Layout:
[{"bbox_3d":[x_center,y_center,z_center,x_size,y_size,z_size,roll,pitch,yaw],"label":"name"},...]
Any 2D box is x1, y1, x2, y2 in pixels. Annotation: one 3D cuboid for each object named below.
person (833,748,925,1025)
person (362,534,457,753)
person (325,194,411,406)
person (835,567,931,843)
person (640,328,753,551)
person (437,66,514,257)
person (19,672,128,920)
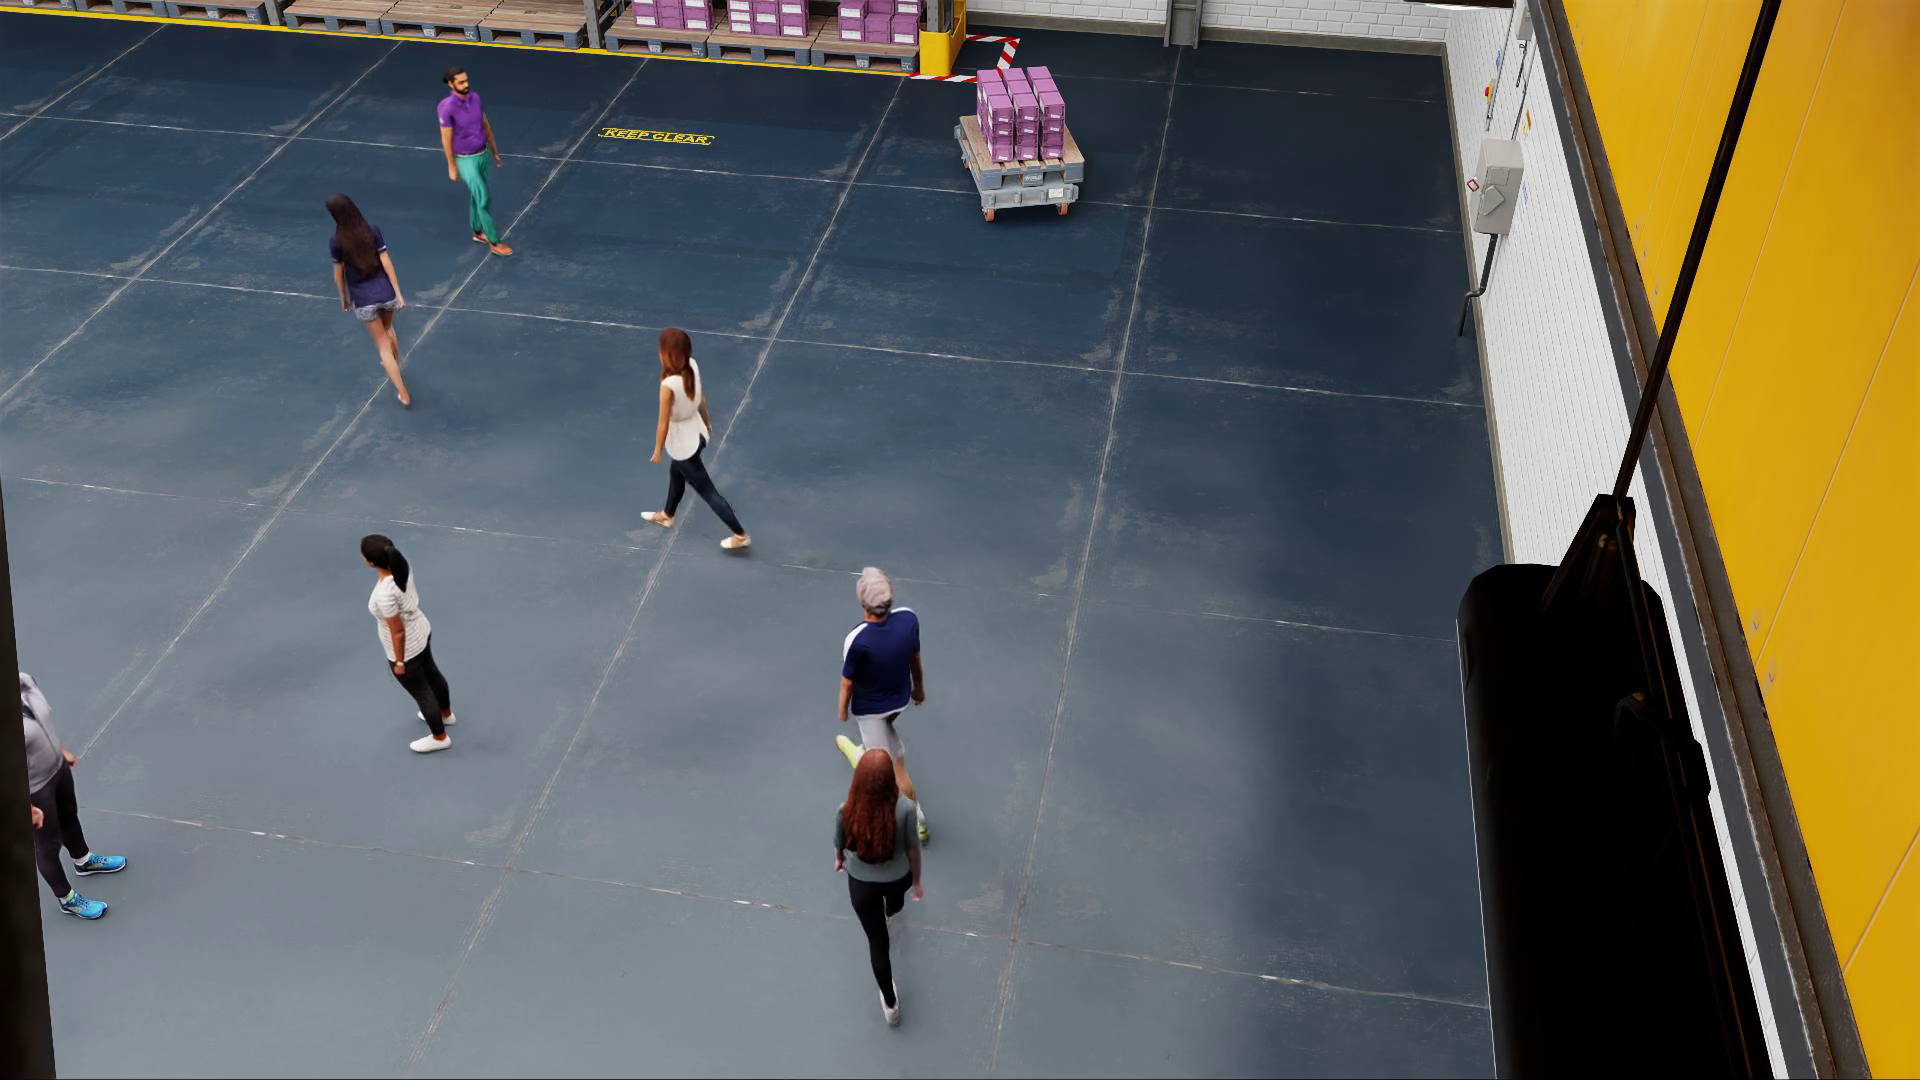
[{"bbox_3d":[-0.408,1.820,8.517,1.097,1.703,0.866,-3,39,-4],"label":"person"},{"bbox_3d":[-3.340,0.609,10.082,0.550,1.643,0.592,0,39,0],"label":"person"},{"bbox_3d":[-4.577,-1.853,13.097,0.934,1.727,0.997,-19,42,-22],"label":"person"},{"bbox_3d":[-0.394,0.971,9.510,1.129,1.790,1.262,-29,47,-31],"label":"person"},{"bbox_3d":[-1.804,-0.640,11.569,1.189,1.737,0.734,13,40,15],"label":"person"},{"bbox_3d":[-4.502,-3.478,15.109,0.959,1.756,0.821,20,43,23],"label":"person"},{"bbox_3d":[-5.051,1.293,9.076,0.631,1.829,0.729,-1,39,-1],"label":"person"}]
